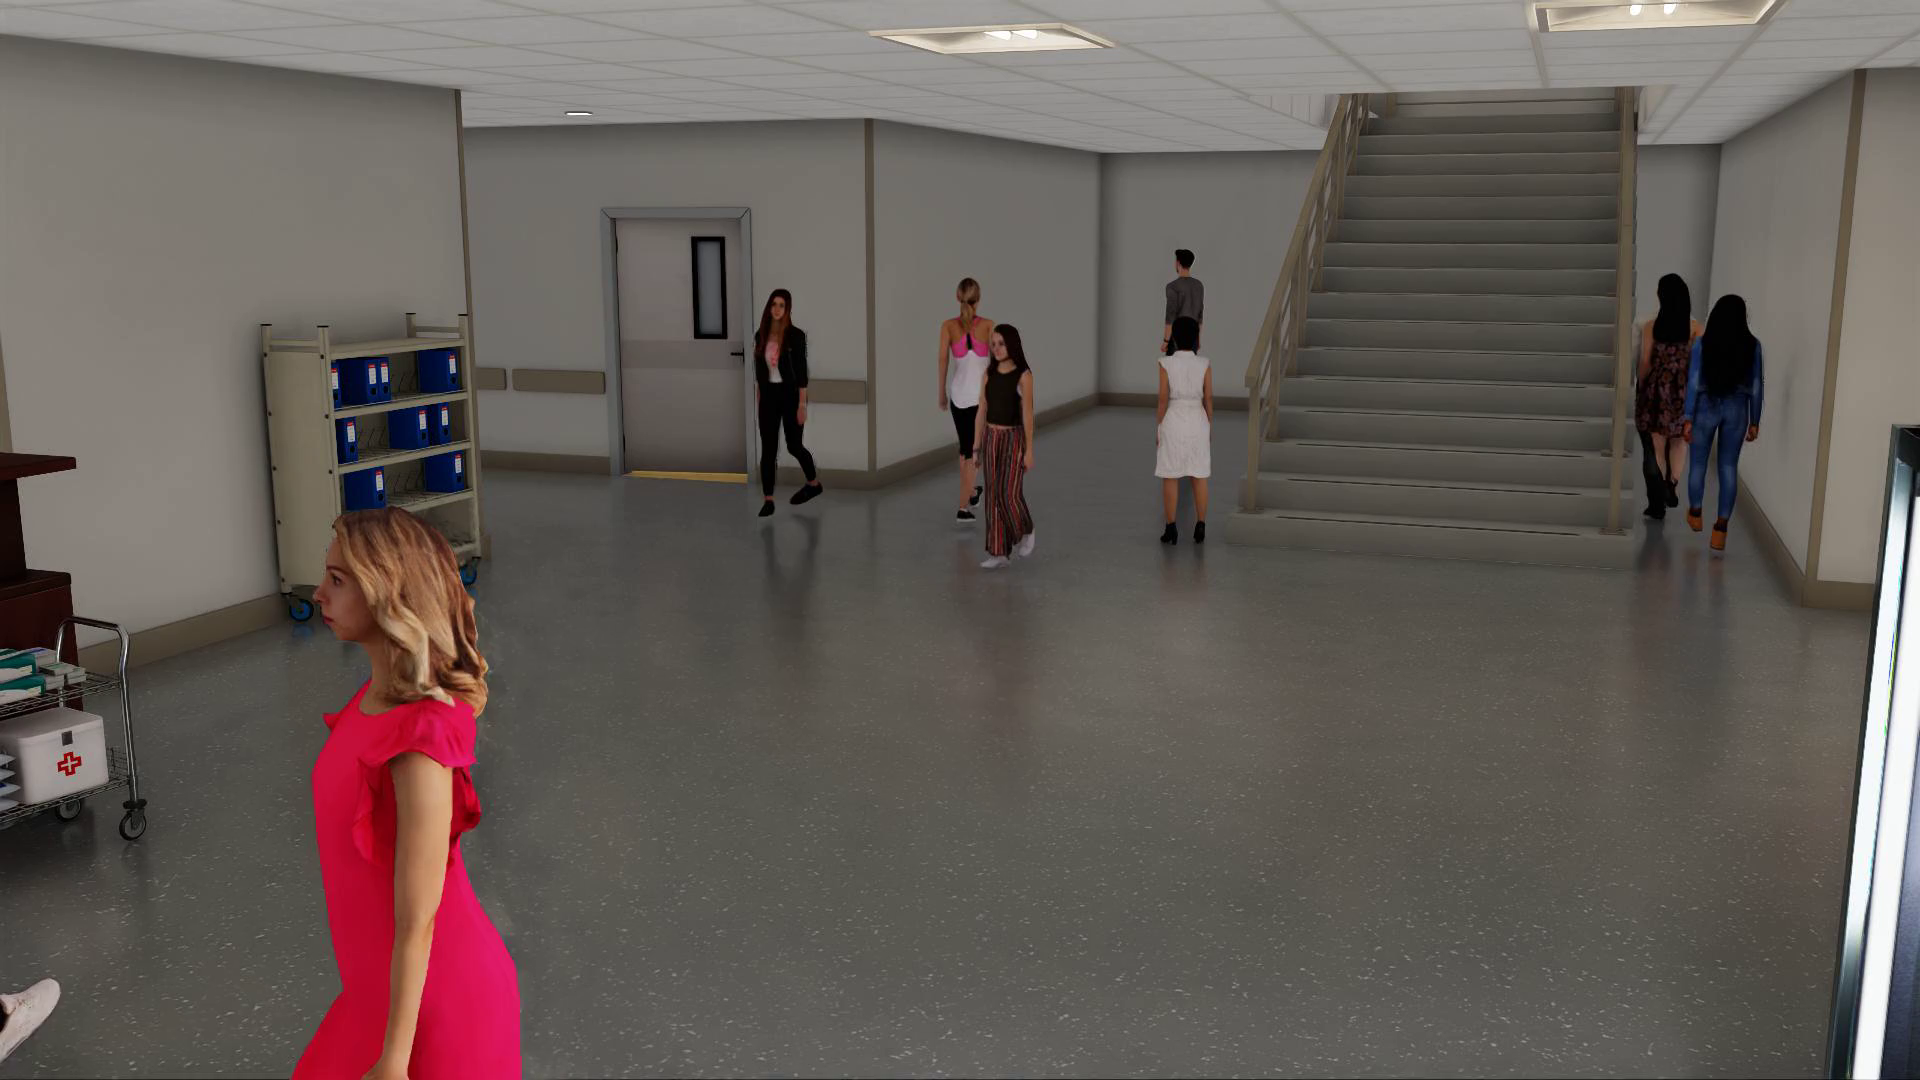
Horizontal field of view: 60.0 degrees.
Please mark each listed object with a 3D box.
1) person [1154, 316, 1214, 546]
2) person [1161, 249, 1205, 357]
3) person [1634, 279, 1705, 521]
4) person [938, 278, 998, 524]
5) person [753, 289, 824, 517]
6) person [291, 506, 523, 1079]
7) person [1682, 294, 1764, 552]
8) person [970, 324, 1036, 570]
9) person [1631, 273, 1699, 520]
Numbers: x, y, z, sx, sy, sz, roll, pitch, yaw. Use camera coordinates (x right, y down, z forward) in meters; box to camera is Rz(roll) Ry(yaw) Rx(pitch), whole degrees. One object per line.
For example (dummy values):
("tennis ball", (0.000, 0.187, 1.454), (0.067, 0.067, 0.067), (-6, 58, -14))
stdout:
("person", (1.529, -0.752, 11.366), (0.639, 1.554, 0.656), (-2, 11, -8))
("person", (2.374, -2.132, 17.705), (0.732, 1.903, 0.845), (-8, 13, -35))
("person", (5.157, -0.999, 12.112), (0.622, 1.762, 0.738), (4, 11, 19))
("person", (0.068, -0.959, 11.978), (0.681, 1.733, 1.158), (3, 11, 16))
("person", (-1.290, -1.010, 12.453), (0.640, 1.656, 1.088), (5, 12, 26))
("person", (-0.825, 0.779, 2.859), (0.759, 1.717, 0.703), (-7, 13, -32))
("person", (5.053, -0.746, 11.026), (0.650, 1.669, 1.134), (4, 11, 18))
("person", (0.330, -0.594, 10.533), (0.661, 1.555, 0.768), (8, 13, 35))
("person", (5.171, -1.035, 12.254), (0.755, 1.780, 1.024), (2, 11, 11))
